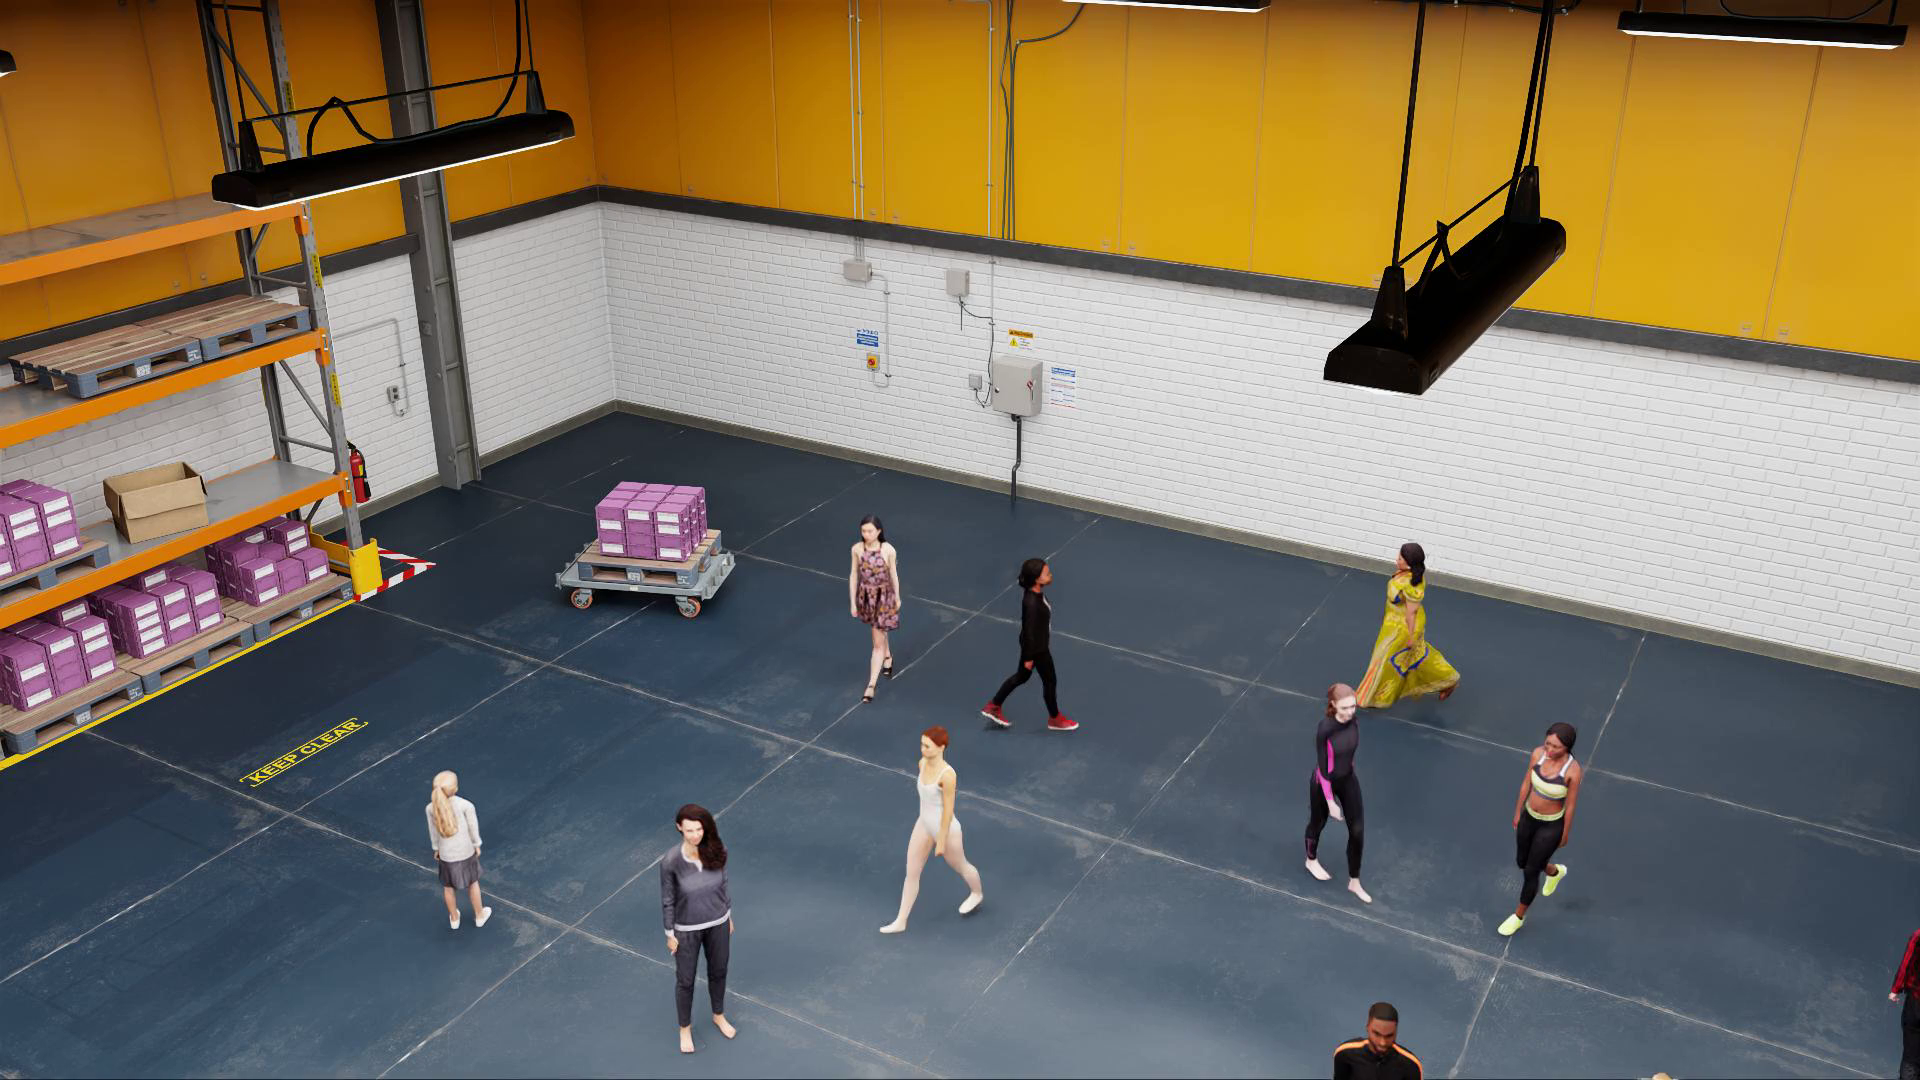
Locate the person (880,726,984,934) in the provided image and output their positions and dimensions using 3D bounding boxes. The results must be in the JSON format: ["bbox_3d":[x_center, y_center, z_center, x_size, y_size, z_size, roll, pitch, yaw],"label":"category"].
[{"bbox_3d":[-0.083,2.050,11.865,1.151,1.590,0.806,-19,30,-37],"label":"person"}]

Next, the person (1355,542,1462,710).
[{"bbox_3d":[4.016,0.782,14.721,1.030,1.627,1.204,5,24,11],"label":"person"}]

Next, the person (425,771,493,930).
[{"bbox_3d":[-3.605,2.208,11.898,0.599,1.275,0.645,-1,24,-3],"label":"person"}]

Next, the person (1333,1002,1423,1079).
[{"bbox_3d":[2.222,3.185,9.021,0.770,1.789,1.025,7,25,16],"label":"person"}]

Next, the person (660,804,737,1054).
[{"bbox_3d":[-1.678,2.464,10.696,0.621,1.768,0.750,-14,27,-28],"label":"person"}]

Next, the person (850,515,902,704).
[{"bbox_3d":[-0.736,0.557,15.121,0.850,1.718,1.194,5,24,11],"label":"person"}]

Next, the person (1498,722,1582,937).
[{"bbox_3d":[4.196,2.001,11.807,1.039,1.727,0.826,-15,28,-30],"label":"person"}]

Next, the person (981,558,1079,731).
[{"bbox_3d":[0.562,0.924,14.377,1.009,1.642,1.103,0,24,0],"label":"person"}]

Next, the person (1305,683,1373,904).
[{"bbox_3d":[2.701,1.791,12.303,0.918,1.714,0.924,-11,26,-24],"label":"person"}]
